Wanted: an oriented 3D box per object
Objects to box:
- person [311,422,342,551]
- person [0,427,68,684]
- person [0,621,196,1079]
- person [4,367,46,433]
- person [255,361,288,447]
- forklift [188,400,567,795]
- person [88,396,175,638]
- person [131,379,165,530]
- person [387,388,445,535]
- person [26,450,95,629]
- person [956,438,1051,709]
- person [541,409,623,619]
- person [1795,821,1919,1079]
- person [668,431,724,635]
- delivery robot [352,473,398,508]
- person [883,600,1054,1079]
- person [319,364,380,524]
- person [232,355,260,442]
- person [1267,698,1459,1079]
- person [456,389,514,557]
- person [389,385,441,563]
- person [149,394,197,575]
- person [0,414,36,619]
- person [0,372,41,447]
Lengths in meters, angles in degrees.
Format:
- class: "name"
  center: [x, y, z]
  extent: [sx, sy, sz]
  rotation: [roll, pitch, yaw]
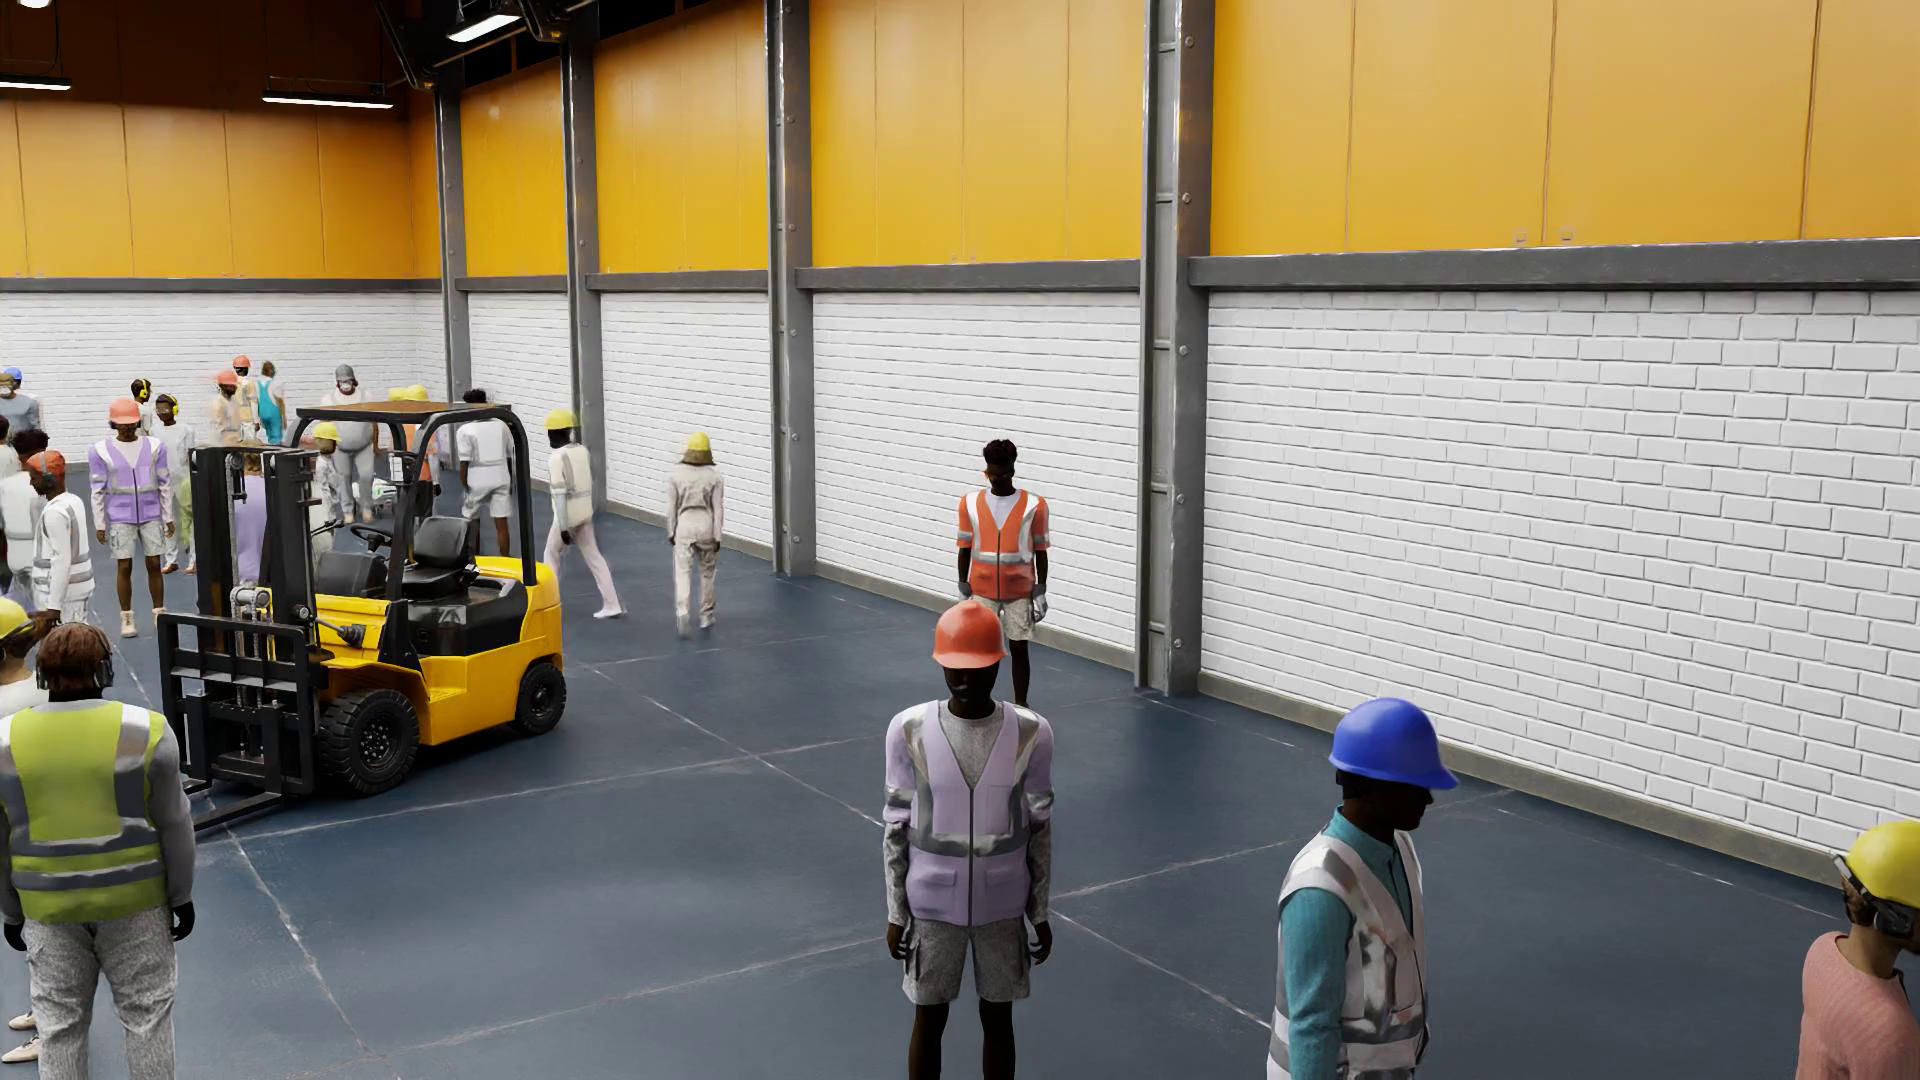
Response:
- class: "person"
  center: [-5.657, -0.185, 14.879]
  extent: [0.311, 1.735, 0.483]
  rotation: [-4, 9, -26]
- class: "person"
  center: [-6.652, 0.158, 11.914]
  extent: [0.603, 1.931, 0.921]
  rotation: [3, 9, 20]
- class: "person"
  center: [-2.802, 1.170, 5.399]
  extent: [0.625, 1.841, 0.429]
  rotation: [-2, 9, -14]
- class: "person"
  center: [-12.088, -1.250, 21.384]
  extent: [0.604, 1.939, 0.414]
  rotation: [-6, 10, -34]
- class: "person"
  center: [-10.927, -1.938, 26.513]
  extent: [0.559, 1.806, 0.818]
  rotation: [1, 9, 8]
- class: "forklift"
  center: [-3.529, 0.258, 10.348]
  extent: [1.214, 2.155, 2.313]
  rotation: [4, 9, 25]
- class: "person"
  center: [-6.911, -0.190, 13.930]
  extent: [0.613, 2.033, 0.410]
  rotation: [-6, 11, -36]
- class: "person"
  center: [-9.868, -1.013, 20.075]
  extent: [0.526, 1.856, 0.343]
  rotation: [4, 9, 27]
- class: "person"
  center: [-6.490, -0.925, 19.745]
  extent: [0.520, 1.777, 0.659]
  rotation: [5, 10, 31]
- class: "person"
  center: [-5.781, 0.357, 10.717]
  extent: [0.356, 1.887, 0.572]
  rotation: [-3, 9, -19]
- class: "person"
  center: [0.272, 0.319, 10.731]
  extent: [0.609, 1.956, 0.392]
  rotation: [2, 9, 10]
- class: "person"
  center: [-3.444, -0.220, 14.662]
  extent: [1.009, 1.872, 0.604]
  rotation: [3, 9, 21]
- class: "person"
  center: [1.992, 1.468, 3.678]
  extent: [0.343, 1.755, 0.531]
  rotation: [2, 9, 13]
- class: "person"
  center: [-2.241, -0.062, 14.100]
  extent: [0.488, 1.718, 0.766]
  rotation: [0, 8, -2]
- class: "delivery robot"
  center: [-7.590, -0.625, 21.485]
  extent: [0.707, 0.478, 0.477]
  rotation: [6, 10, 34]
- class: "person"
  center: [0.030, 1.142, 5.246]
  extent: [0.543, 1.939, 0.360]
  rotation: [-1, 8, -3]
- class: "person"
  center: [-7.578, -1.198, 20.677]
  extent: [0.702, 2.000, 0.649]
  rotation: [-4, 9, -24]
- class: "person"
  center: [-10.946, -1.854, 25.443]
  extent: [0.545, 1.938, 0.359]
  rotation: [3, 9, 17]
- class: "person"
  center: [0.960, 1.325, 4.038]
  extent: [0.424, 1.938, 0.603]
  rotation: [5, 10, 31]
- class: "person"
  center: [-4.779, -0.559, 16.736]
  extent: [0.651, 1.920, 0.832]
  rotation: [-6, 10, -36]
- class: "person"
  center: [-5.691, -0.665, 17.472]
  extent: [0.594, 1.924, 0.374]
  rotation: [4, 9, 25]
- class: "person"
  center: [-8.045, -0.566, 17.033]
  extent: [0.505, 1.864, 0.331]
  rotation: [1, 8, 6]
- class: "person"
  center: [-8.227, -0.164, 14.348]
  extent: [0.332, 1.860, 0.494]
  rotation: [4, 9, 27]
- class: "person"
  center: [-11.540, -1.081, 20.279]
  extent: [0.639, 1.926, 0.367]
  rotation: [-4, 9, -26]
